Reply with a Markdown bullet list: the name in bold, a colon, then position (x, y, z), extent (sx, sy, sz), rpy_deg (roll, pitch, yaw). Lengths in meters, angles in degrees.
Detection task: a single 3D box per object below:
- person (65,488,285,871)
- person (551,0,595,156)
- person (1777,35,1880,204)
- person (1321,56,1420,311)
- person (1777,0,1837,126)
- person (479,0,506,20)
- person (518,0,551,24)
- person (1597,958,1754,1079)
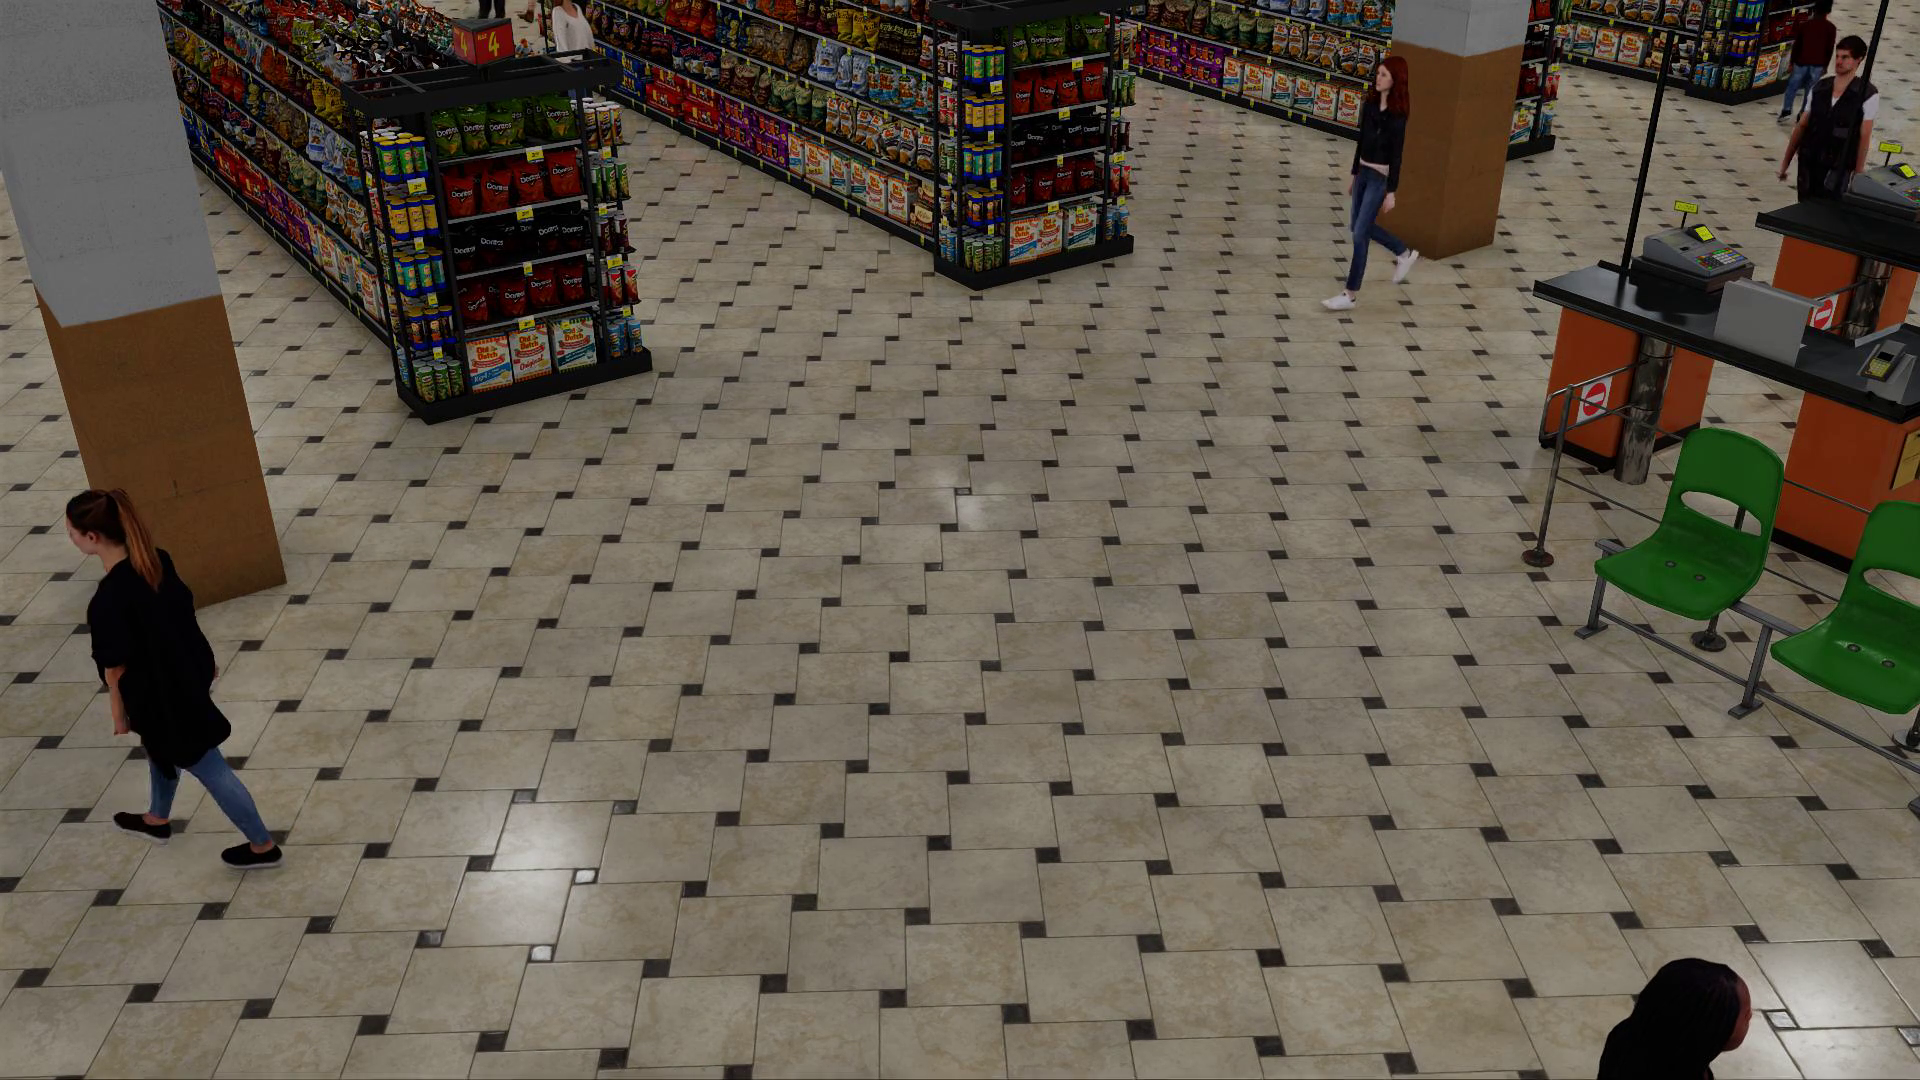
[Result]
- **person**: position (-2.837, 0.571, 6.161), extent (1.028, 1.659, 1.005), rpy_deg (4, 29, 8)
- **person**: position (-3.443, -4.163, 14.795), extent (0.741, 1.692, 0.702), rpy_deg (8, 30, 14)
- **person**: position (6.269, -2.676, 11.931), extent (0.737, 1.828, 0.712), rpy_deg (-17, 33, -29)
- **person**: position (2.968, -2.491, 11.649), extent (0.810, 1.774, 1.030), rpy_deg (-11, 30, -19)
- **person**: position (8.231, -4.624, 16.102), extent (0.659, 1.250, 0.703), rpy_deg (14, 32, 24)
- **person**: position (-5.331, -6.331, 18.837), extent (0.872, 1.626, 1.024), rpy_deg (-2, 29, -3)
- **person**: position (-5.052, -7.026, 19.983), extent (1.075, 1.746, 0.891), rpy_deg (14, 32, 24)
- **person**: position (1.620, 1.695, 4.029), extent (0.773, 1.727, 0.669), rpy_deg (-4, 29, -8)
